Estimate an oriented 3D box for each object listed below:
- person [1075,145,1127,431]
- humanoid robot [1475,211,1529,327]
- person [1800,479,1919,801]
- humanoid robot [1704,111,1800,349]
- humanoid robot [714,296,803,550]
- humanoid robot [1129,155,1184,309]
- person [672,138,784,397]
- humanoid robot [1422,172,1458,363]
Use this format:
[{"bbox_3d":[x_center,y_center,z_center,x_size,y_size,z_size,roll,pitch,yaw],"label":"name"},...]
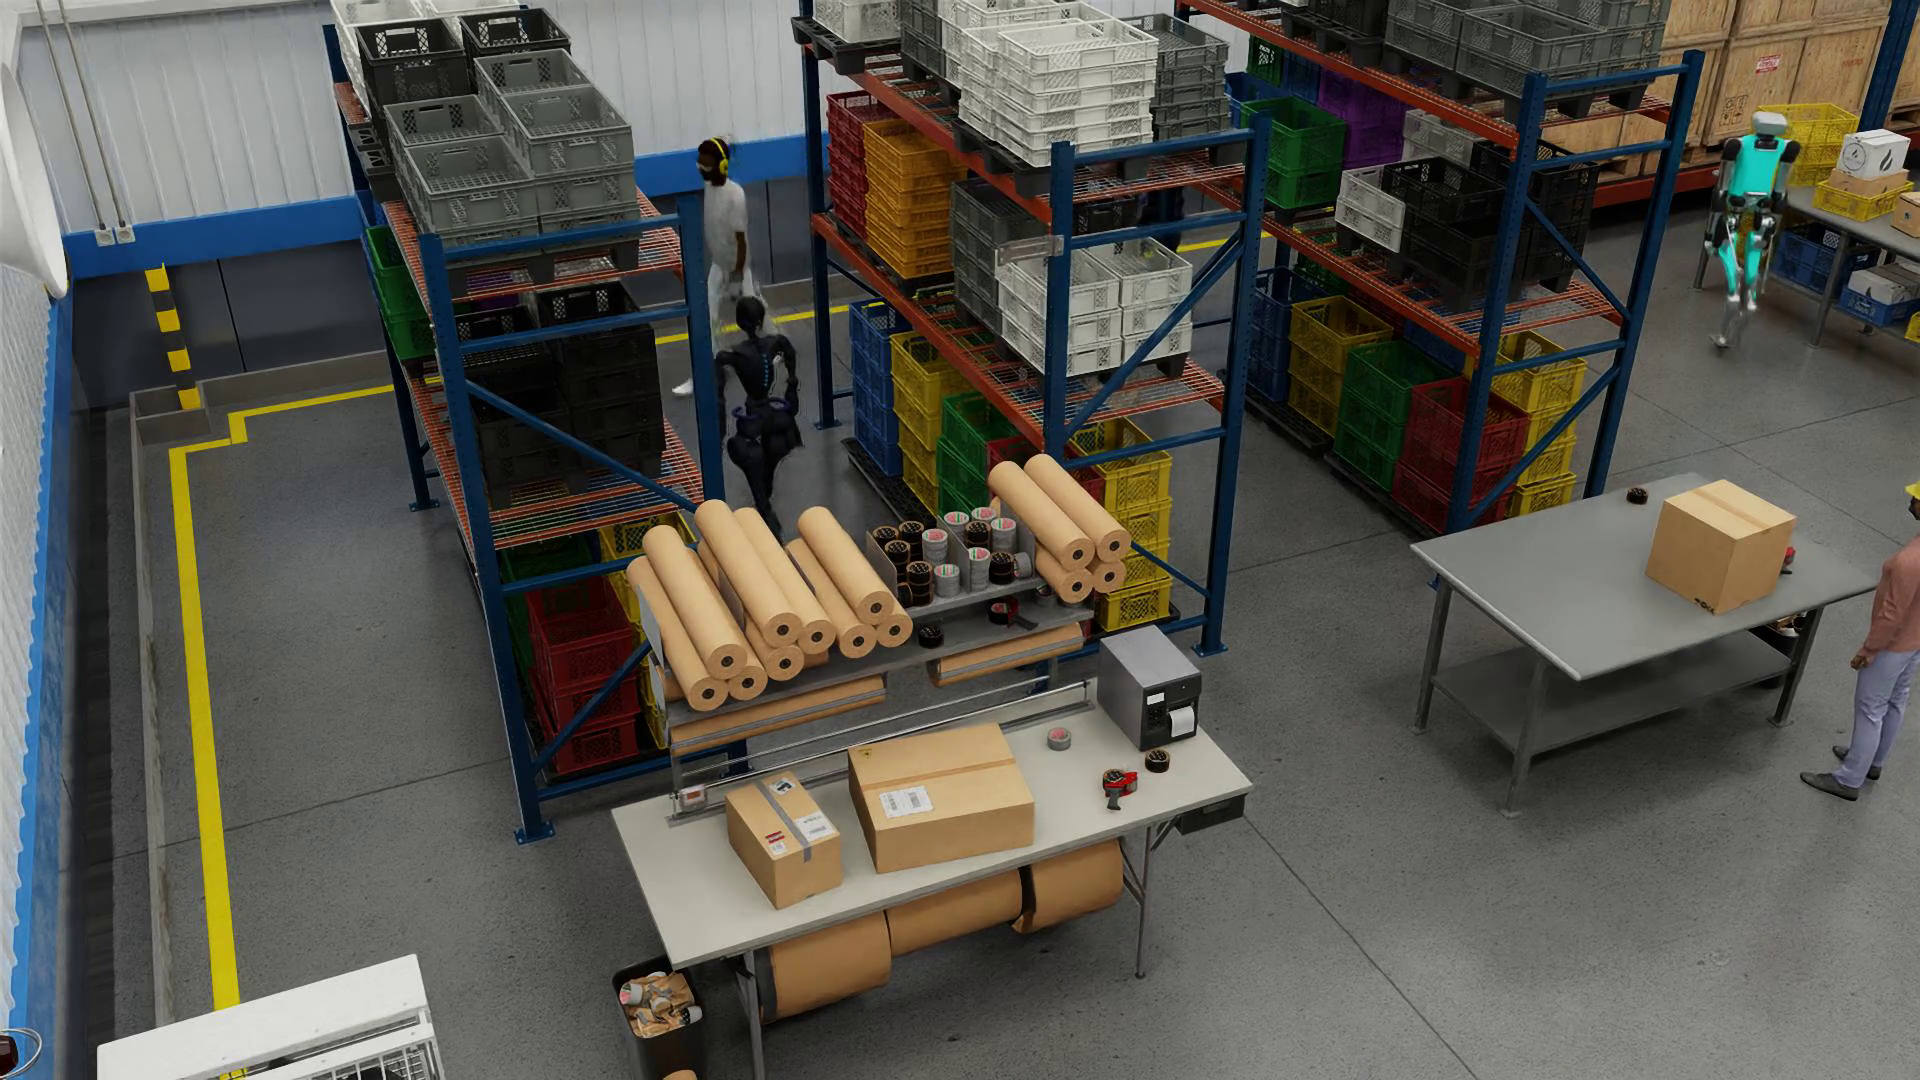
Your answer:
[{"bbox_3d":[0.931,-1.739,11.158,0.472,2.005,0.658,3,32,5],"label":"person"},{"bbox_3d":[3.680,-1.728,11.440,0.594,1.645,0.398,-7,32,-11],"label":"humanoid robot"},{"bbox_3d":[4.388,0.443,7.822,0.526,1.768,0.311,-22,38,-32],"label":"person"},{"bbox_3d":[5.719,-2.105,12.047,0.541,1.849,0.764,1,32,2],"label":"humanoid robot"},{"bbox_3d":[-1.164,-0.623,9.699,0.600,1.638,0.784,-21,37,-30],"label":"humanoid robot"},{"bbox_3d":[1.477,-2.392,12.546,0.487,1.641,0.589,-22,38,-32],"label":"humanoid robot"},{"bbox_3d":[-1.618,-1.920,11.621,1.002,1.801,0.521,-26,40,-36],"label":"person"},{"bbox_3d":[3.506,-1.913,11.735,0.600,1.650,0.344,-19,36,-28],"label":"humanoid robot"}]
